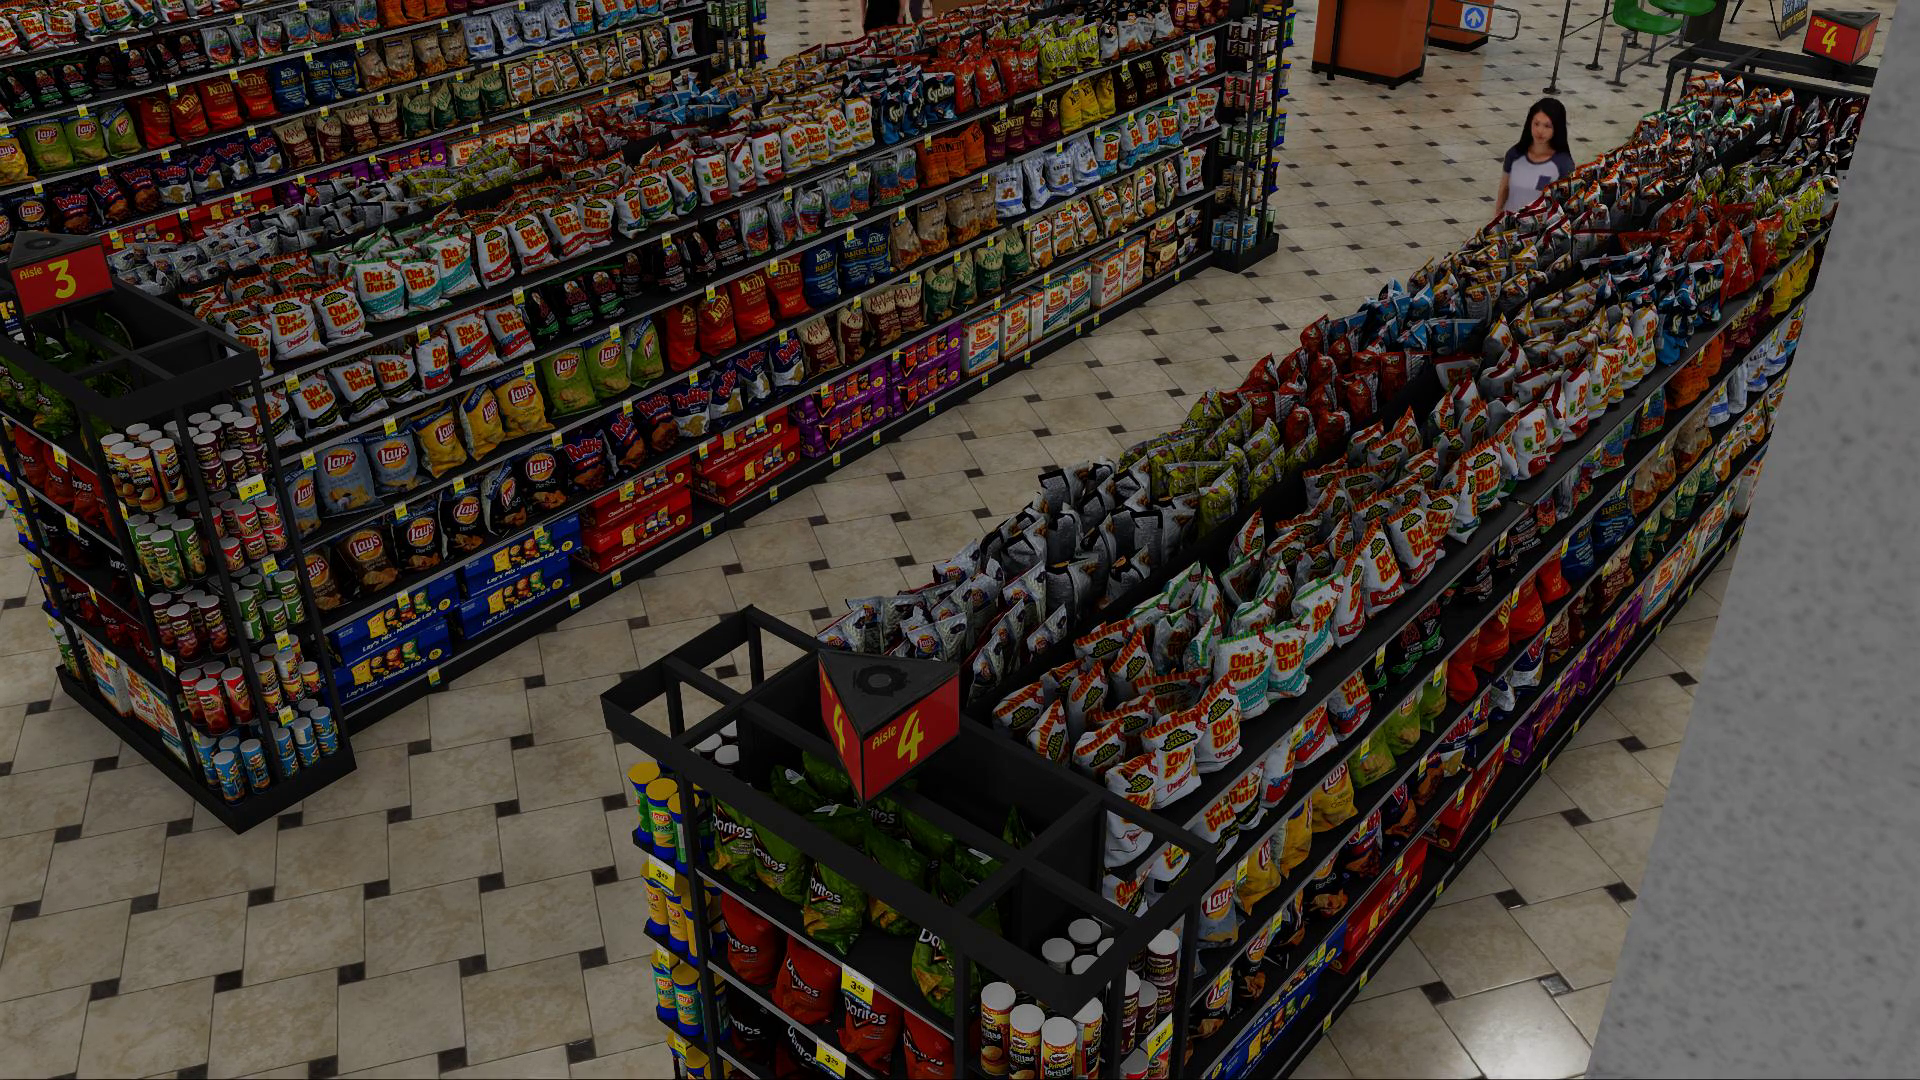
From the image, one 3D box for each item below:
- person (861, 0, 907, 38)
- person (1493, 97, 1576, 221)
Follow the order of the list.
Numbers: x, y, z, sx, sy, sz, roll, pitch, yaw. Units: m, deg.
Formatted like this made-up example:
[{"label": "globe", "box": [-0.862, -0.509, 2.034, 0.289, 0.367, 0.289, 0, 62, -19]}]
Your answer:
[{"label": "person", "box": [-0.622, -4.639, 14.600, 0.722, 1.687, 0.765, 6, 32, 10]}, {"label": "person", "box": [3.509, -1.881, 10.187, 0.666, 1.667, 1.041, 23, 39, 32]}]
